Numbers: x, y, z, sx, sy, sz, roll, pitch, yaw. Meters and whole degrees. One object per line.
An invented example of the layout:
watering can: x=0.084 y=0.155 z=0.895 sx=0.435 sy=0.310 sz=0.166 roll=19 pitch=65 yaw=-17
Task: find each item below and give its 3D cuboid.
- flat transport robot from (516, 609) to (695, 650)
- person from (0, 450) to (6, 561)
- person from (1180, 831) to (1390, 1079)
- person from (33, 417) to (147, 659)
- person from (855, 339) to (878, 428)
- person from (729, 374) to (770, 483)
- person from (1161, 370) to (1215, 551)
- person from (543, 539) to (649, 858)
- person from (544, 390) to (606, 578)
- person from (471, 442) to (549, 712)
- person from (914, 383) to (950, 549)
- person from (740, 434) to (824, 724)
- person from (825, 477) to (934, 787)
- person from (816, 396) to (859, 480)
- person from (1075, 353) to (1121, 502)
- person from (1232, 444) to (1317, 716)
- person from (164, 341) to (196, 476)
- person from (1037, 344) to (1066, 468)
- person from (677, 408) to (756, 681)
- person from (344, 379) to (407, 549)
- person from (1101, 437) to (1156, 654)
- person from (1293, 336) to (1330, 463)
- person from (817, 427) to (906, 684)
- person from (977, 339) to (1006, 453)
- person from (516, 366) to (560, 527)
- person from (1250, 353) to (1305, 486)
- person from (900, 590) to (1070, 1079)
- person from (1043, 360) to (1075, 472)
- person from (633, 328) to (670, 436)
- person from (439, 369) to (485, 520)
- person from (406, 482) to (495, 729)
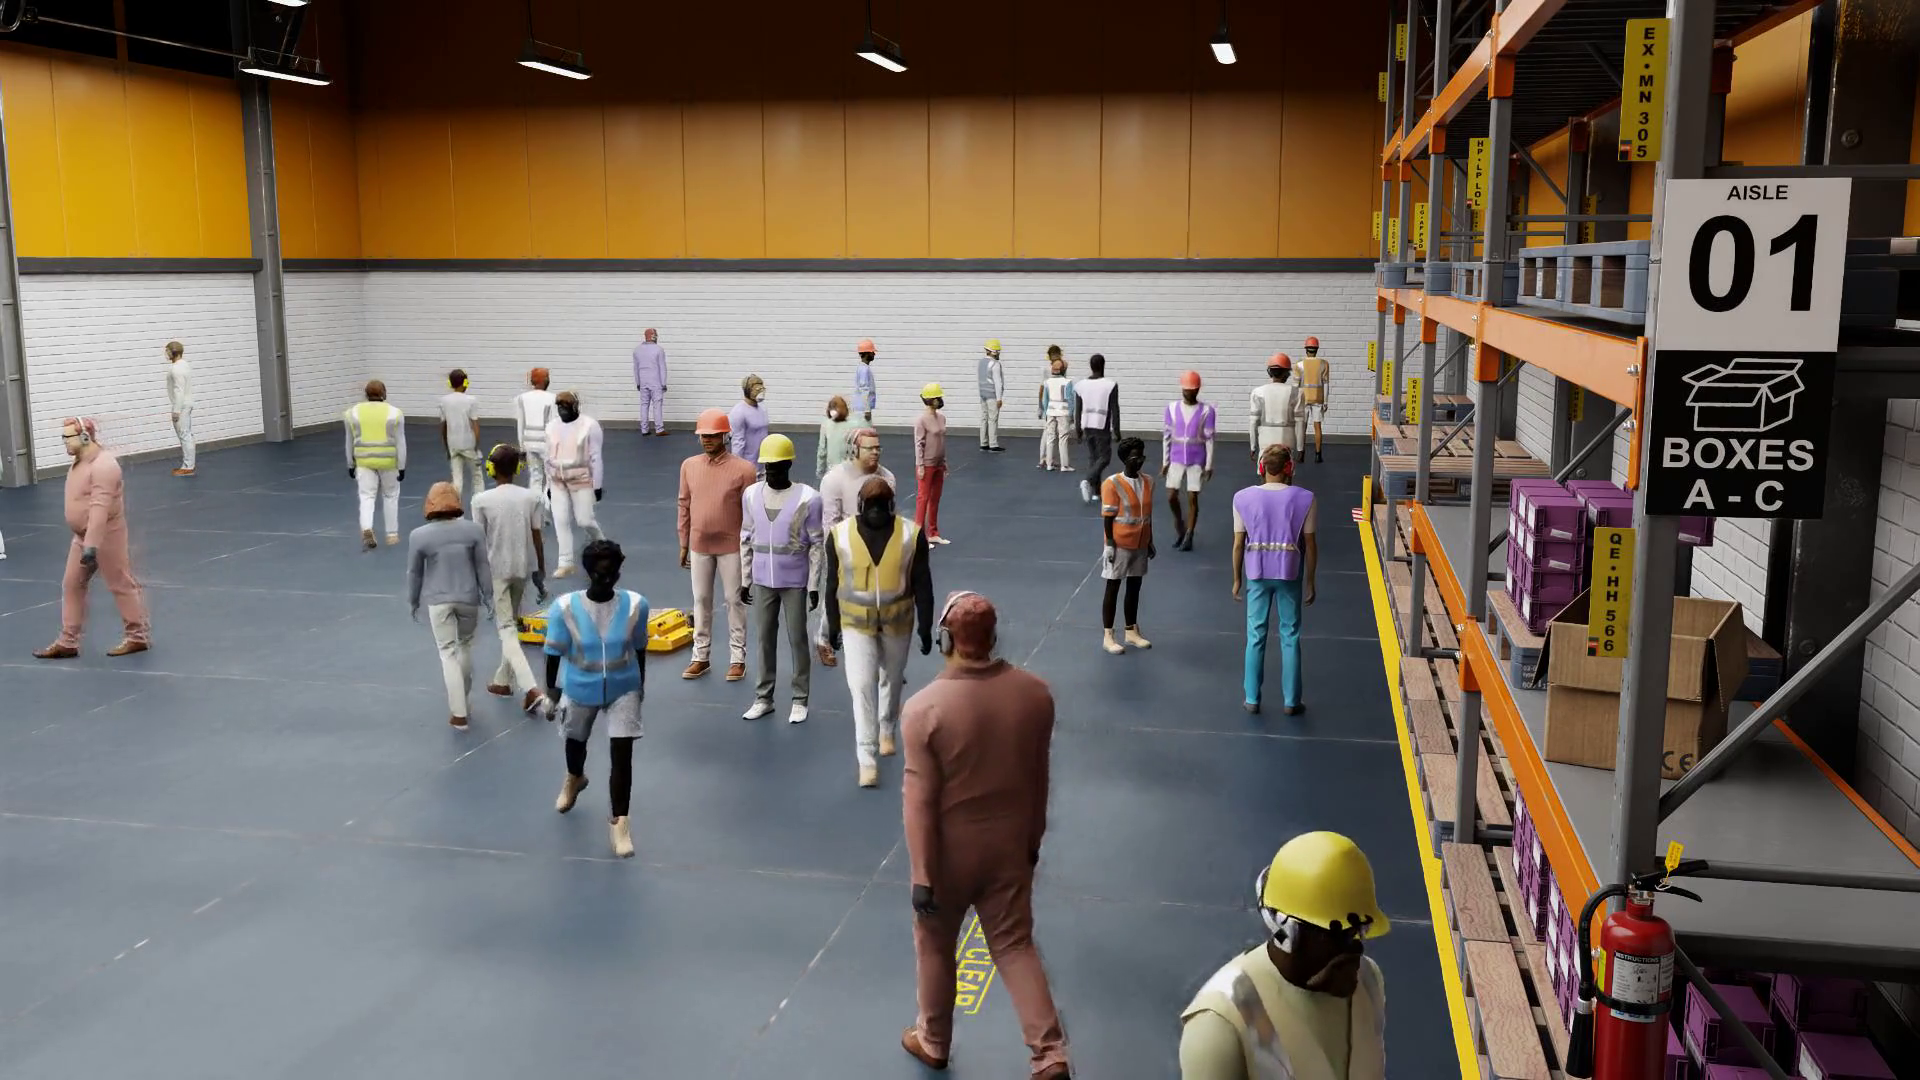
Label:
flat transport robot: x=-2.838 y=0.685 z=13.408 sx=1.431 sy=0.197 sz=0.652 roll=3 pitch=10 yaw=15
person: x=-10.008 y=-0.577 z=16.896 sx=0.514 sy=1.640 sz=0.309 roll=-5 pitch=11 yaw=-29
person: x=0.751 y=1.521 z=3.723 sx=0.611 sy=1.813 sz=0.422 roll=-8 pitch=12 yaw=-39
person: x=-6.700 y=0.002 z=12.705 sx=0.654 sy=1.868 sz=0.874 roll=8 pitch=12 yaw=39
person: x=-1.357 y=-1.944 z=24.226 sx=0.352 sy=1.942 sz=0.545 roll=-1 pitch=10 yaw=-8
person: x=-2.090 y=-0.697 z=16.722 sx=0.354 sy=1.938 sz=0.635 roll=4 pitch=10 yaw=20
person: x=2.402 y=-0.830 z=17.566 sx=0.579 sy=1.923 sz=0.402 roll=3 pitch=10 yaw=20
person: x=-1.925 y=0.763 z=8.795 sx=0.548 sy=1.651 sz=0.885 roll=-3 pitch=10 yaw=-17
person: x=-3.758 y=-0.563 z=16.262 sx=0.636 sy=1.819 sz=0.675 roll=3 pitch=10 yaw=16
person: x=-3.080 y=0.248 z=11.369 sx=0.531 sy=1.833 sz=0.899 roll=-8 pitch=12 yaw=-40
person: x=-0.289 y=-0.797 z=17.851 sx=0.325 sy=1.766 sz=0.536 roll=6 pitch=11 yaw=32
person: x=-1.191 y=0.254 z=11.020 sx=0.584 sy=1.928 sz=0.373 roll=3 pitch=10 yaw=17
person: x=-0.484 y=0.502 z=9.981 sx=0.640 sy=1.791 sz=0.980 roll=-1 pitch=9 yaw=-6
person: x=-1.341 y=-0.790 z=18.319 sx=0.517 sy=1.582 sz=0.880 roll=6 pitch=11 yaw=32
person: x=1.725 y=-1.426 z=21.226 sx=0.591 sy=1.897 sz=0.793 roll=6 pitch=11 yaw=34
person: x=2.104 y=0.276 z=11.166 sx=0.563 sy=1.837 sz=0.389 roll=2 pitch=10 yaw=14
person: x=-11.204 y=-1.887 z=23.889 sx=0.372 sy=1.940 sz=0.630 roll=-3 pitch=10 yaw=-17
person: x=1.386 y=-1.991 z=24.803 sx=0.554 sy=1.852 sz=0.354 roll=-8 pitch=13 yaw=-42
person: x=-1.778 y=0.034 z=12.147 sx=0.608 sy=1.995 sz=0.377 roll=2 pitch=10 yaw=12
person: x=-6.231 y=-0.803 z=17.750 sx=0.631 sy=1.821 sz=0.781 roll=-2 pitch=10 yaw=-12
person: x=1.322 y=0.034 z=13.041 sx=0.531 sy=1.697 sz=0.322 roll=-7 pitch=12 yaw=-36
person: x=5.361 y=-2.140 z=25.426 sx=0.544 sy=1.936 sz=0.359 roll=1 pitch=10 yaw=7
person: x=-0.765 y=0.083 z=12.271 sx=0.643 sy=1.864 sz=0.987 roll=-5 pitch=11 yaw=-29
person: x=0.514 y=-2.325 z=26.855 sx=0.403 sy=1.828 sz=0.598 roll=-6 pitch=11 yaw=-31
person: x=-4.828 y=-1.056 z=19.099 sx=0.592 sy=1.872 sz=0.475 roll=2 pitch=10 yaw=13
person: x=3.561 y=-1.074 z=18.682 sx=0.611 sy=2.040 sz=0.393 roll=3 pitch=10 yaw=16
person: x=0.089 y=1.119 z=6.008 sx=0.634 sy=1.873 sz=0.901 roll=-5 pitch=11 yaw=-27
person: x=1.446 y=-1.810 z=24.326 sx=0.513 sy=1.639 sz=0.311 roll=7 pitch=12 yaw=36
person: x=-5.451 y=-2.788 z=29.425 sx=0.642 sy=1.905 sz=0.399 roll=4 pitch=10 yaw=22
person: x=-5.677 y=-1.049 z=19.162 sx=0.534 sy=1.827 sz=0.890 roll=1 pitch=10 yaw=8
person: x=-3.392 y=0.410 z=11.028 sx=0.516 sy=1.601 sz=0.726 roll=-5 pitch=11 yaw=-29
